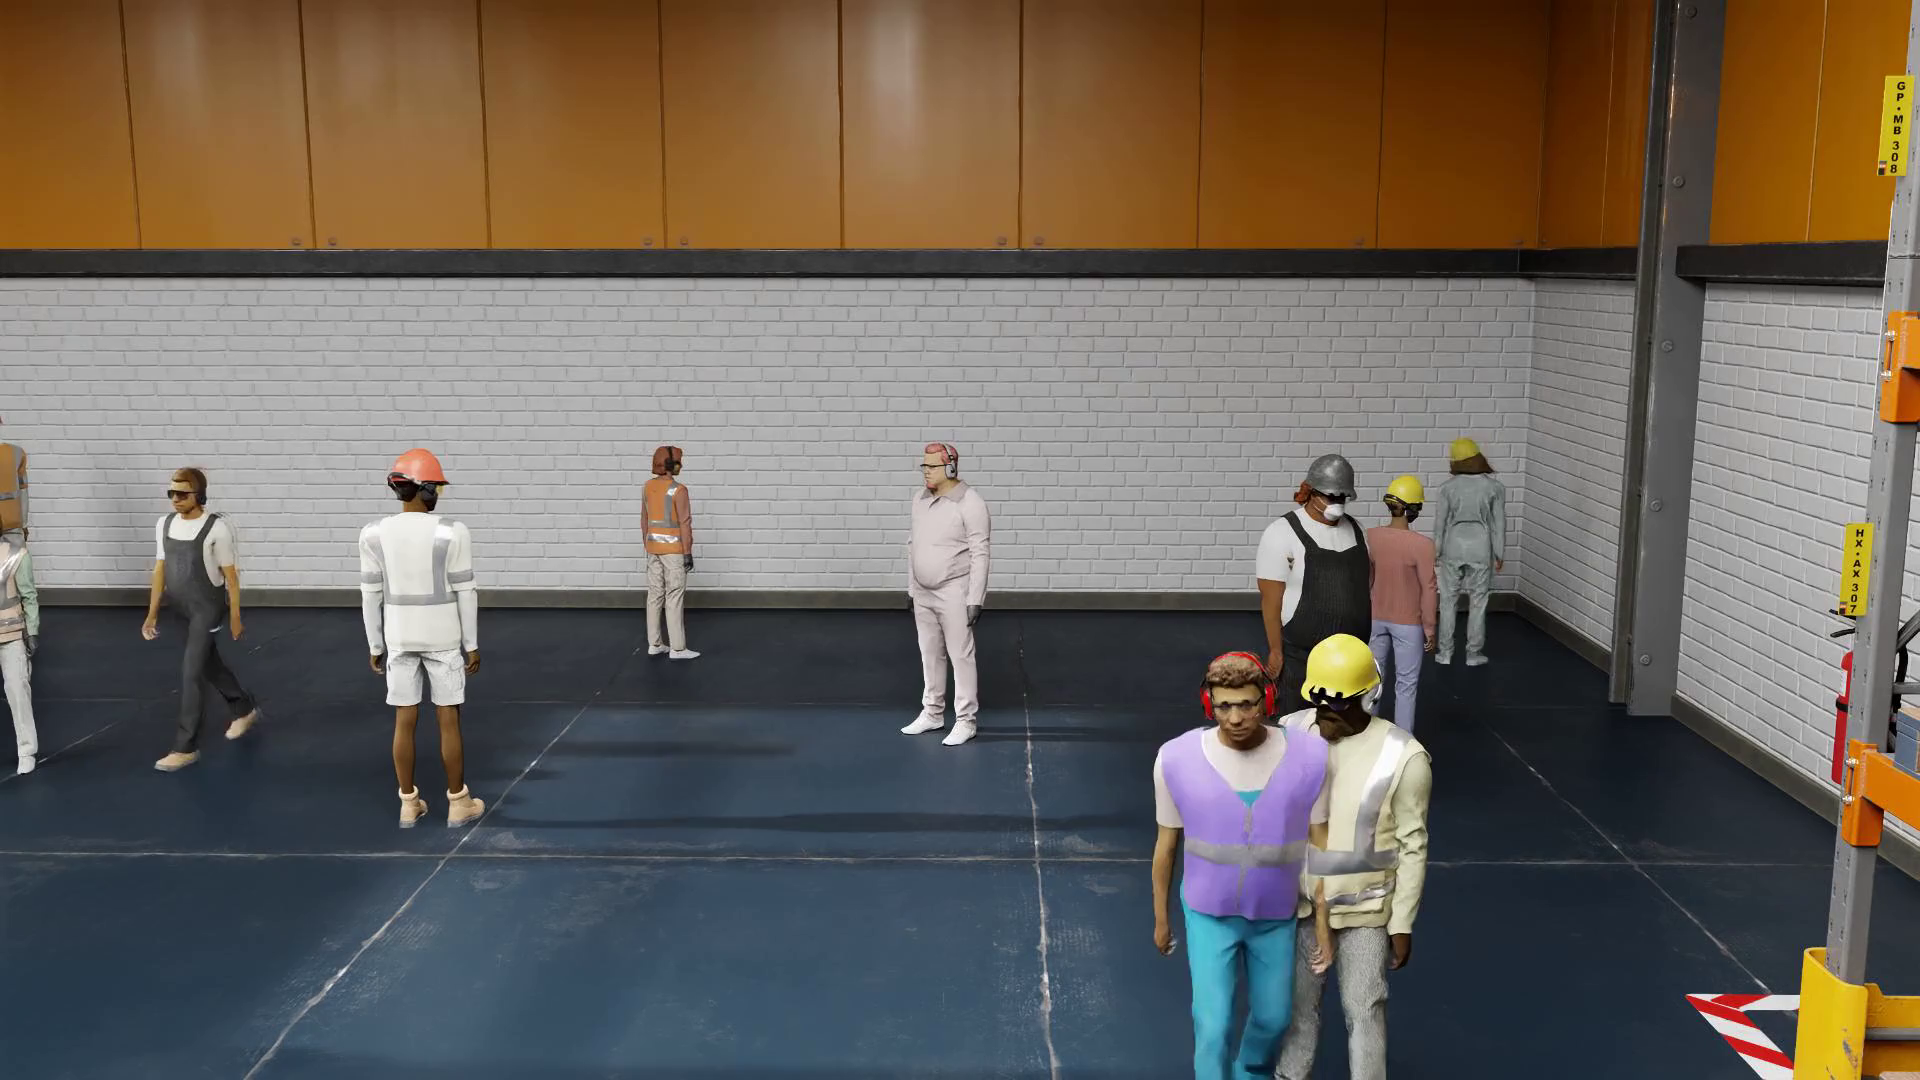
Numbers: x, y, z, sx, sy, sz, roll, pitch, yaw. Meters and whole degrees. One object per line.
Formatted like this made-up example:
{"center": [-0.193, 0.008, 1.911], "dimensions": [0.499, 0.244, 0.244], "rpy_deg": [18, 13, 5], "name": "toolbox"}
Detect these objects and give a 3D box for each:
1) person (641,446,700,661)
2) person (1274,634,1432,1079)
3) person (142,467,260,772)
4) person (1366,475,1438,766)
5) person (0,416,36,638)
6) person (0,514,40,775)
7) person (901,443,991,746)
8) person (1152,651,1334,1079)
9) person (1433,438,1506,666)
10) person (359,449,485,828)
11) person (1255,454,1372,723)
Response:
{"center": [-2.229, 0.098, 12.691], "dimensions": [0.518, 1.636, 0.312], "rpy_deg": [8, 12, 40], "name": "person"}
{"center": [1.247, 1.197, 5.555], "dimensions": [0.589, 1.822, 0.403], "rpy_deg": [8, 12, 39], "name": "person"}
{"center": [-4.664, 0.432, 10.230], "dimensions": [0.517, 1.804, 0.970], "rpy_deg": [3, 10, 20], "name": "person"}
{"center": [2.624, 0.490, 9.961], "dimensions": [0.320, 1.767, 0.534], "rpy_deg": [-8, 13, -41], "name": "person"}
{"center": [-7.624, -0.126, 13.132], "dimensions": [0.360, 1.939, 0.543], "rpy_deg": [4, 10, 25], "name": "person"}
{"center": [-5.690, 0.584, 9.782], "dimensions": [0.517, 1.636, 0.313], "rpy_deg": [-2, 10, -10], "name": "person"}
{"center": [-0.115, 0.335, 10.468], "dimensions": [0.403, 1.906, 0.651], "rpy_deg": [-9, 13, -44], "name": "person"}
{"center": [0.922, 1.210, 5.547], "dimensions": [0.594, 1.811, 0.663], "rpy_deg": [0, 9, 1], "name": "person"}
{"center": [3.794, 0.104, 12.428], "dimensions": [0.525, 1.720, 0.352], "rpy_deg": [3, 10, 19], "name": "person"}
{"center": [-2.866, 0.531, 8.902], "dimensions": [0.605, 2.038, 0.394], "rpy_deg": [1, 9, 3], "name": "person"}
{"center": [1.936, 0.540, 8.840], "dimensions": [0.676, 2.000, 0.536], "rpy_deg": [-5, 11, -27], "name": "person"}
